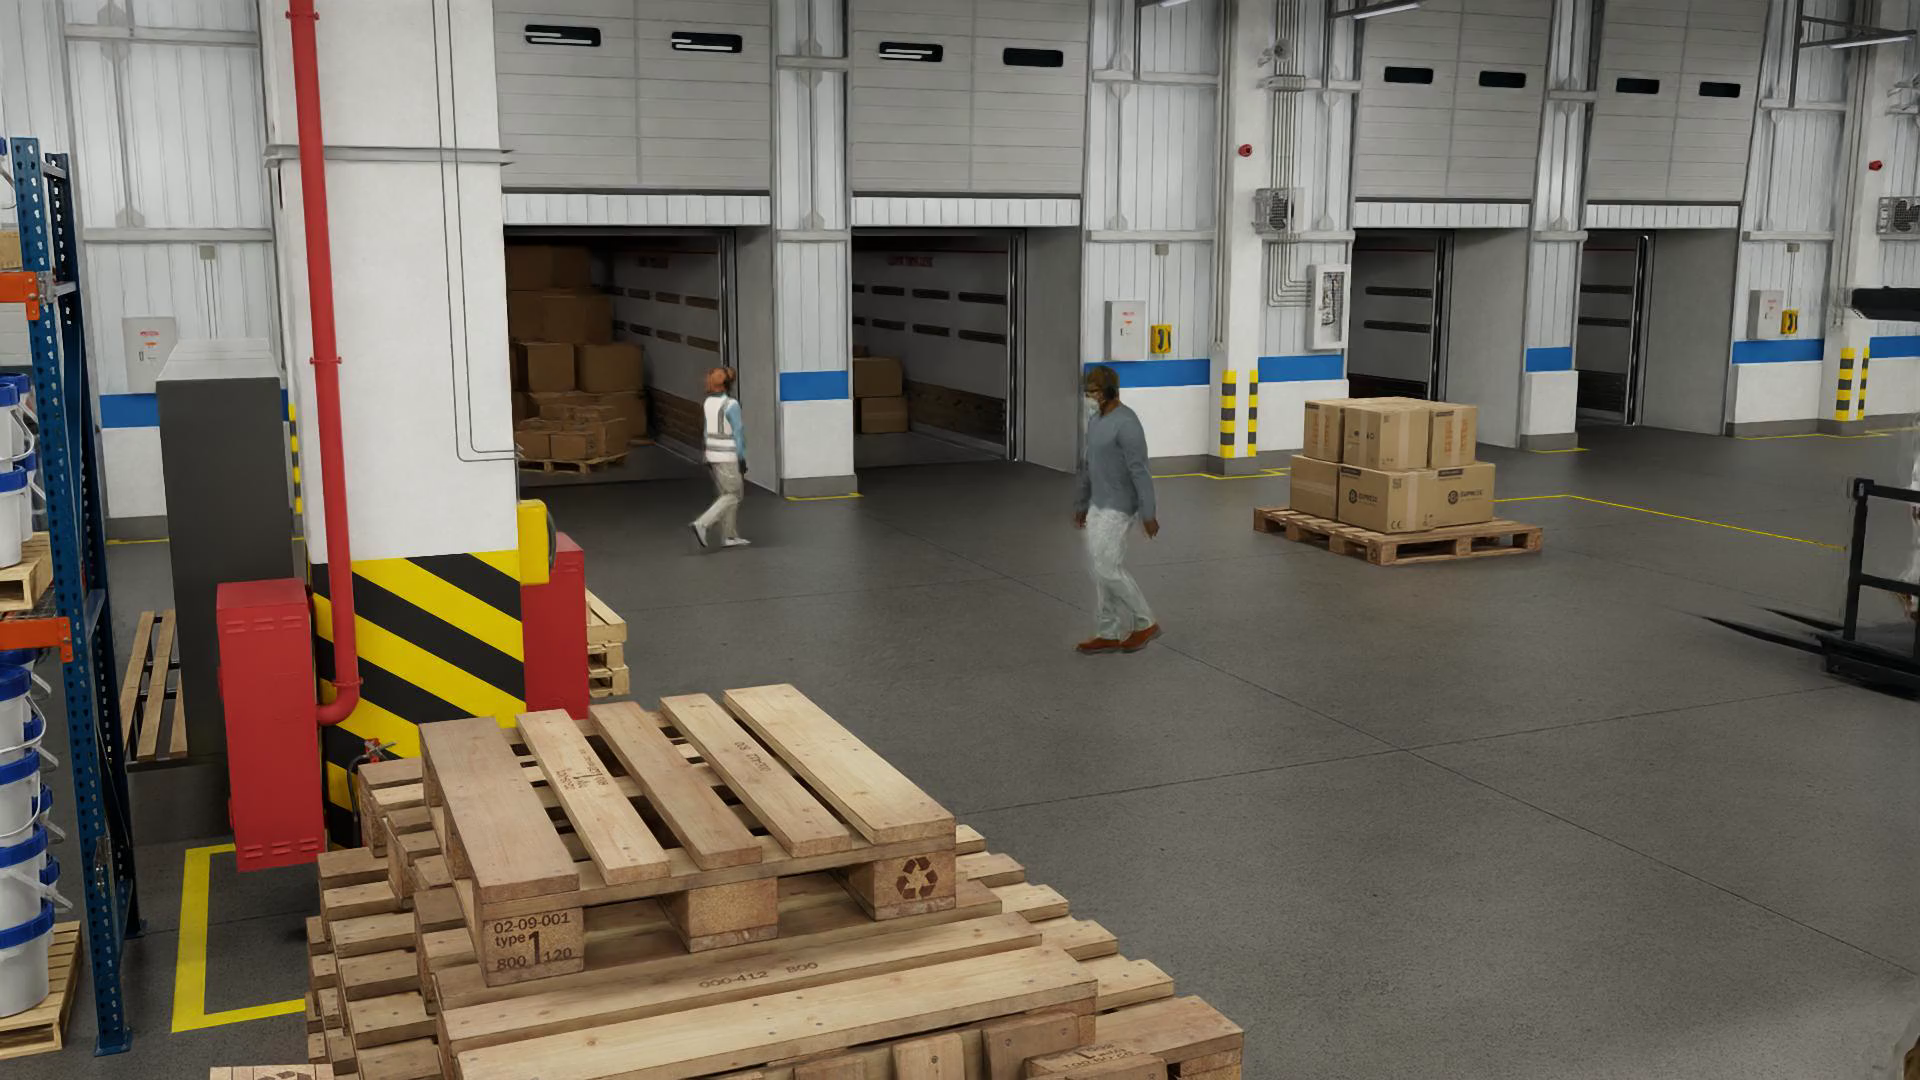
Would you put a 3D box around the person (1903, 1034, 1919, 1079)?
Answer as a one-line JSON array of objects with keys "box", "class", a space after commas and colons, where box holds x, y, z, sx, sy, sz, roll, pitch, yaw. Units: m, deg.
[{"box": [1.144, 1.448, 1.867, 0.661, 1.915, 0.494, 3, 11, 18], "class": "person"}]

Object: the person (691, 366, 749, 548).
[{"box": [-2.098, -0.705, 14.539, 0.572, 1.620, 0.532, -7, 13, -35], "class": "person"}]

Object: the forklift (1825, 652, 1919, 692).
[{"box": [6.271, -0.417, 9.482, 1.129, 2.768, 1.873, -4, 11, -23], "class": "forklift"}]

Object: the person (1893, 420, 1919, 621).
[{"box": [6.887, -0.309, 11.672, 0.614, 1.868, 0.434, -7, 12, -33], "class": "person"}]

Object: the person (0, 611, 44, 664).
[{"box": [-5.825, -0.022, 10.011, 0.548, 1.905, 0.568, 7, 13, 35], "class": "person"}]

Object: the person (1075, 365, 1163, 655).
[{"box": [1.054, -0.188, 10.872, 0.639, 1.918, 0.656, -3, 11, -16], "class": "person"}]
